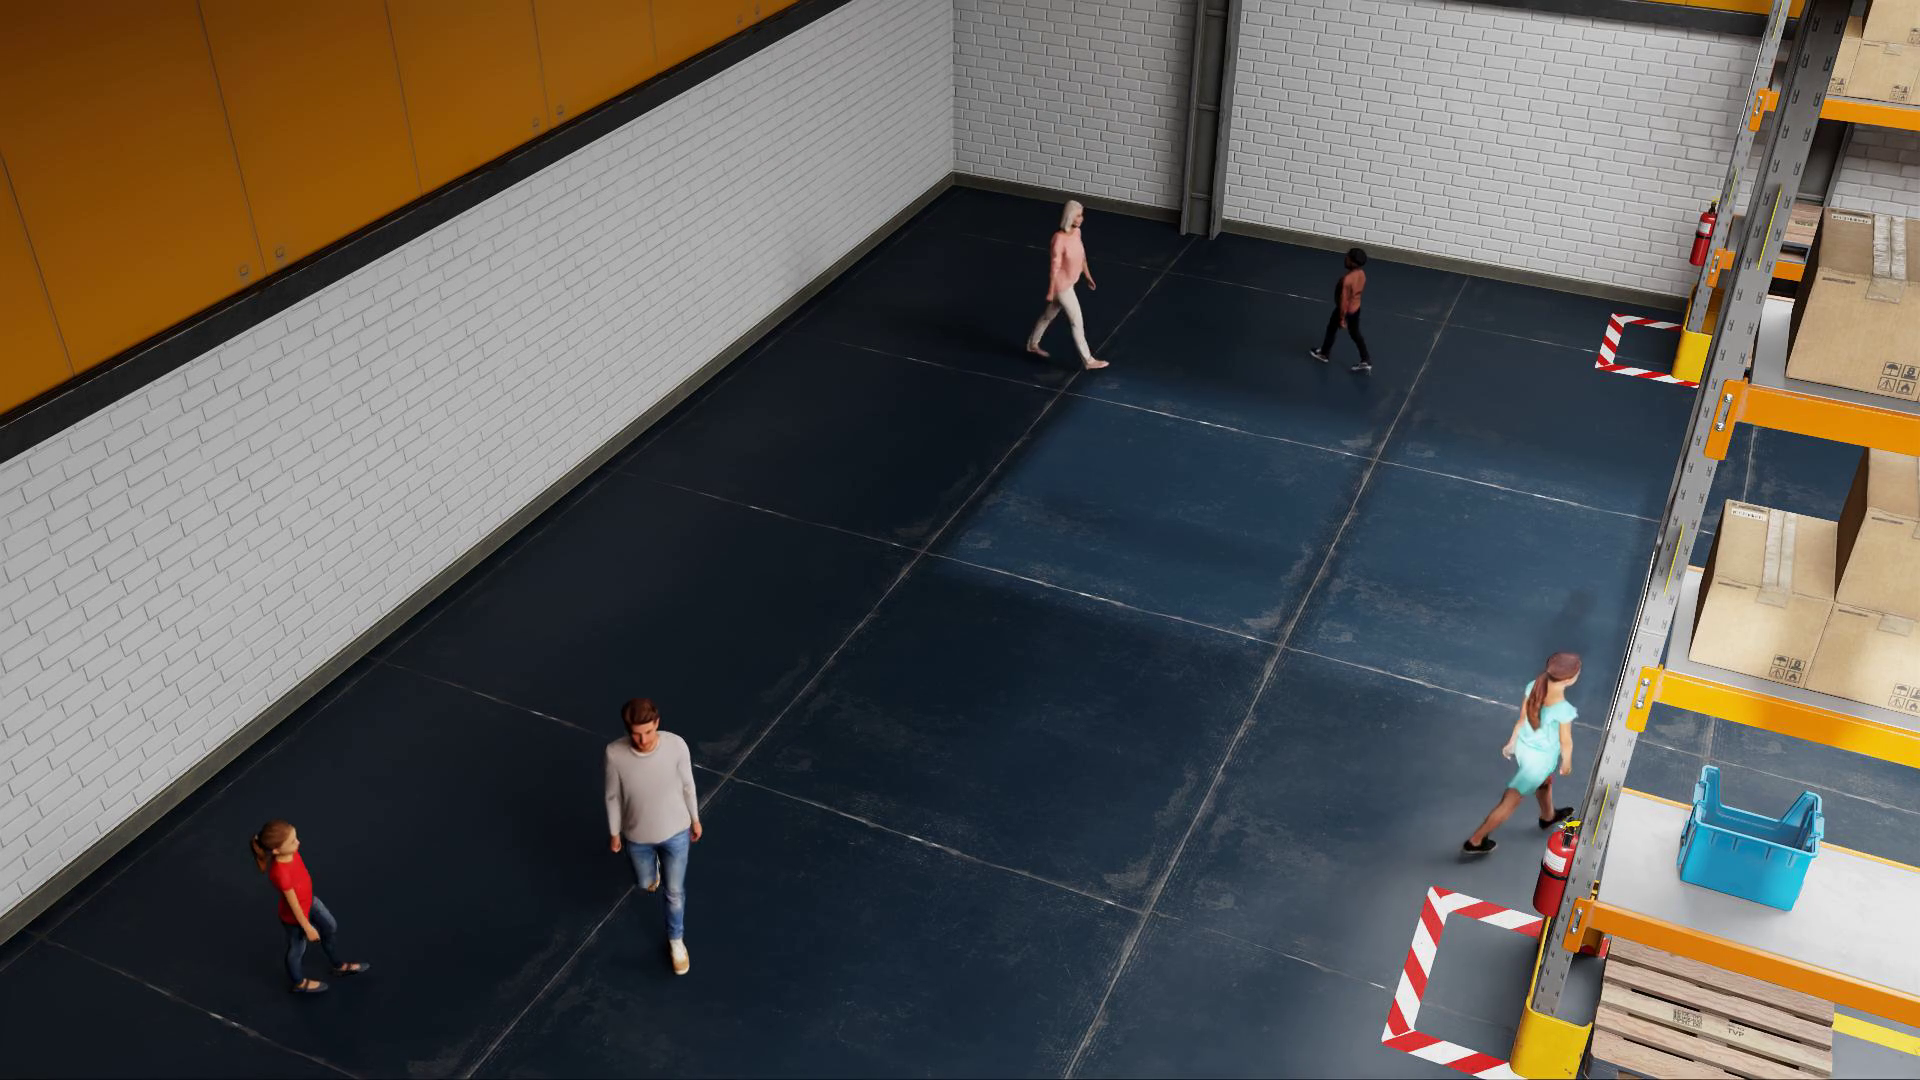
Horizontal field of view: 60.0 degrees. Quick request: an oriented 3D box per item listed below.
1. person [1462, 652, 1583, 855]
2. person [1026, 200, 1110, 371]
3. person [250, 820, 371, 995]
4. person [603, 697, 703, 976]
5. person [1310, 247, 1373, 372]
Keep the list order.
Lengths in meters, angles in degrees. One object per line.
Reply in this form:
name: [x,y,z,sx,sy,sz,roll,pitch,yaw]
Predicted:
person: [3.486,1.363,10.245,1.108,1.513,1.002,-11,35,-15]
person: [0.907,-2.439,15.817,1.116,1.675,0.628,12,35,18]
person: [-3.794,2.084,9.355,0.767,1.296,0.689,-5,34,-8]
person: [-1.758,1.592,9.570,1.113,1.878,1.123,-7,34,-10]
person: [3.745,-2.171,15.812,0.741,1.236,0.977,-28,43,-35]
